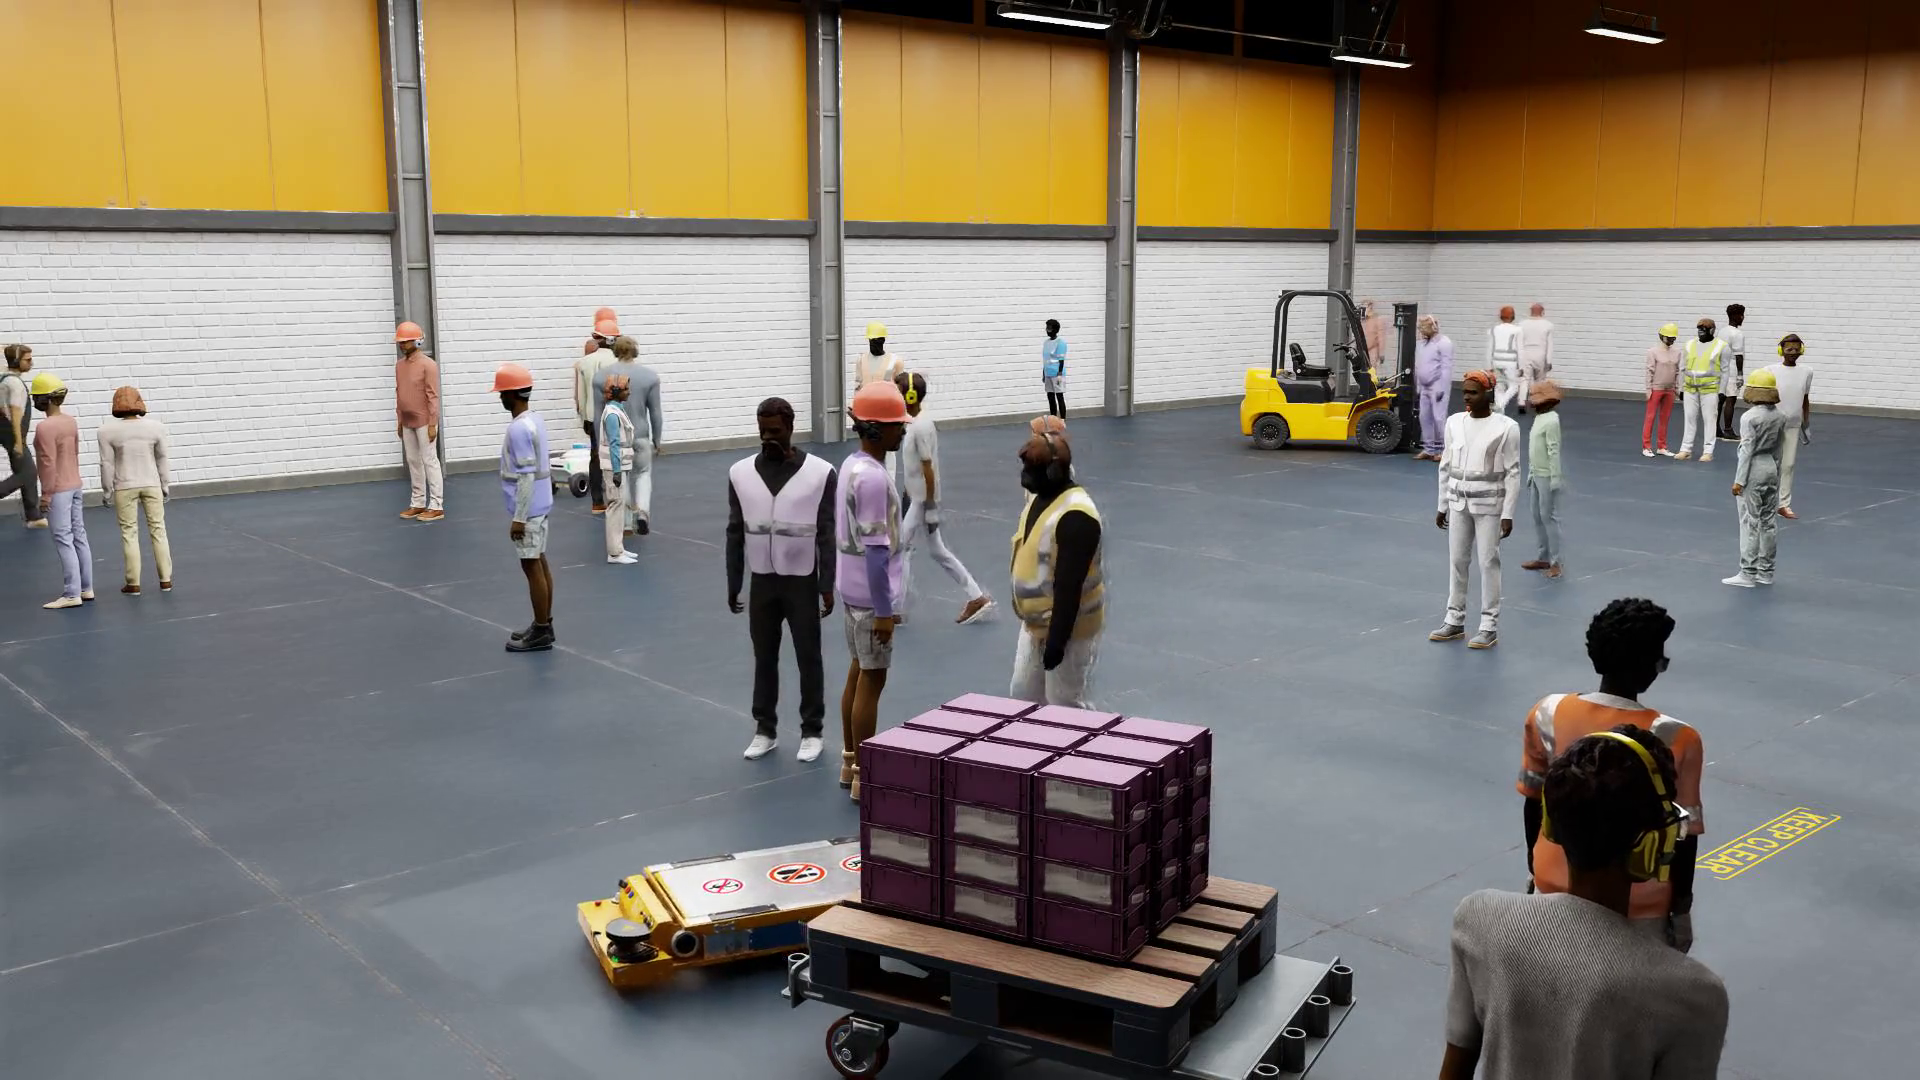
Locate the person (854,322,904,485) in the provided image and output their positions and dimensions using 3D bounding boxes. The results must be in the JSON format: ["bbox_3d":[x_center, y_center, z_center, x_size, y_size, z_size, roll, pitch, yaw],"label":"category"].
[{"bbox_3d":[-0.893,-1.404,18.088,0.585,1.929,0.371,4,10,22],"label":"person"}]

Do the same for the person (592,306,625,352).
[{"bbox_3d":[-4.277,-1.858,20.483,0.711,2.029,0.482,4,11,24],"label":"person"}]

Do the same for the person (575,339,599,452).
[{"bbox_3d":[-4.475,-1.663,20.475,0.539,1.630,0.372,4,10,21],"label":"person"}]

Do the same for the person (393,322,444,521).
[{"bbox_3d":[-5.442,-1.185,16.645,0.614,1.987,0.407,7,12,35],"label":"person"}]

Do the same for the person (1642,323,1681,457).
[{"bbox_3d":[9.248,-1.967,21.878,0.522,1.762,0.320,-3,10,-17],"label":"person"}]

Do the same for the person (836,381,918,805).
[{"bbox_3d":[-0.398,0.254,8.049,0.391,2.040,0.615,-2,10,-12],"label":"person"}]

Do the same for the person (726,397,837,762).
[{"bbox_3d":[-0.932,0.203,8.732,0.594,1.914,0.393,2,10,11],"label":"person"}]

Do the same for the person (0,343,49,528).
[{"bbox_3d":[-9.109,-0.966,15.872,0.729,1.817,0.553,-8,12,-37],"label":"person"}]

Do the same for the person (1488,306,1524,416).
[{"bbox_3d":[8.508,-2.728,26.026,0.549,1.863,0.595,-8,13,-40],"label":"person"}]

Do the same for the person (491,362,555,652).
[{"bbox_3d":[-2.917,-0.215,11.113,0.376,1.934,0.547,-1,10,-4],"label":"person"}]

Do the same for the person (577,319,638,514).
[{"bbox_3d":[-3.600,-1.250,17.001,0.612,1.991,0.392,3,10,18],"label":"person"}]

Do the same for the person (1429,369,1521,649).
[{"bbox_3d":[3.481,-0.211,11.230,0.337,1.882,0.584,-8,13,-39],"label":"person"}]

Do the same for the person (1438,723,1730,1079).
[{"bbox_3d":[1.050,1.228,2.853,0.325,1.871,0.516,-8,12,-39],"label":"person"}]

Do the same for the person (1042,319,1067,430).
[{"bbox_3d":[1.419,-2.503,25.214,0.320,1.691,0.534,-6,11,-31],"label":"person"}]

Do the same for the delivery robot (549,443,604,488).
[{"bbox_3d":[-4.239,-0.829,18.462,0.477,0.478,0.707,5,11,27],"label":"delivery robot"}]

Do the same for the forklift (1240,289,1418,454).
[{"bbox_3d":[5.034,-2.339,22.783,2.313,2.155,1.214,3,10,16],"label":"forklift"}]

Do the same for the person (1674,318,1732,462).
[{"bbox_3d":[9.560,-1.930,21.422,0.430,1.845,0.624,-8,13,-39],"label":"person"}]

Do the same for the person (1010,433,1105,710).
[{"bbox_3d":[0.459,0.402,7.826,0.446,1.824,0.629,-3,10,-19],"label":"person"}]

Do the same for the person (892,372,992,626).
[{"bbox_3d":[-0.215,-0.282,11.826,0.916,1.836,0.540,0,10,0],"label":"person"}]

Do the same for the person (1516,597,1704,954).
[{"bbox_3d":[1.827,0.999,4.708,0.320,1.690,0.537,-8,12,-39],"label":"person"}]

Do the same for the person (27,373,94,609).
[{"bbox_3d":[-6.780,-0.367,12.492,0.317,1.767,0.535,-1,10,-5],"label":"person"}]

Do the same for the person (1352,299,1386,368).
[{"bbox_3d":[7.082,-3.246,28.996,0.500,1.884,0.663,-5,11,-29],"label":"person"}]

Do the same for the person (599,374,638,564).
[{"bbox_3d":[-2.947,-0.608,14.302,0.310,1.631,0.509,-2,10,-9],"label":"person"}]

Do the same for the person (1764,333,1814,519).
[{"bbox_3d":[8.277,-1.137,16.703,0.533,1.868,0.310,1,10,5],"label":"person"}]

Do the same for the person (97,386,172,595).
[{"bbox_3d":[-6.433,-0.385,12.988,0.501,1.632,0.286,-8,12,-38],"label":"person"}]

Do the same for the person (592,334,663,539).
[{"bbox_3d":[-3.083,-0.950,15.458,0.635,1.922,0.461,-2,10,-11],"label":"person"}]

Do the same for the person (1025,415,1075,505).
[{"bbox_3d":[0.575,0.015,10.627,0.311,1.639,0.513,-3,10,-17],"label":"person"}]

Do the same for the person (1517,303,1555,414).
[{"bbox_3d":[9.576,-3.032,27.801,0.653,1.871,0.959,5,11,28],"label":"person"}]

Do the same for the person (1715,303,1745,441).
[{"bbox_3d":[11.007,-2.393,23.766,0.368,1.966,0.603,-1,10,-8],"label":"person"}]

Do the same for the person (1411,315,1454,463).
[{"bbox_3d":[6.108,-1.942,21.376,0.485,1.885,0.708,-3,10,-15],"label":"person"}]

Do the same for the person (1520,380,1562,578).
[{"bbox_3d":[4.853,-0.510,13.803,0.331,1.607,0.631,1,10,5],"label":"person"}]

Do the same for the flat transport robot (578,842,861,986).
[{"bbox_3d":[-0.709,1.406,6.482,1.431,0.197,0.652,-4,11,-23],"label":"flat transport robot"}]

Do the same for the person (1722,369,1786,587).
[{"bbox_3d":[6.362,-0.497,13.316,0.493,1.742,0.312,-6,11,-30],"label":"person"}]
